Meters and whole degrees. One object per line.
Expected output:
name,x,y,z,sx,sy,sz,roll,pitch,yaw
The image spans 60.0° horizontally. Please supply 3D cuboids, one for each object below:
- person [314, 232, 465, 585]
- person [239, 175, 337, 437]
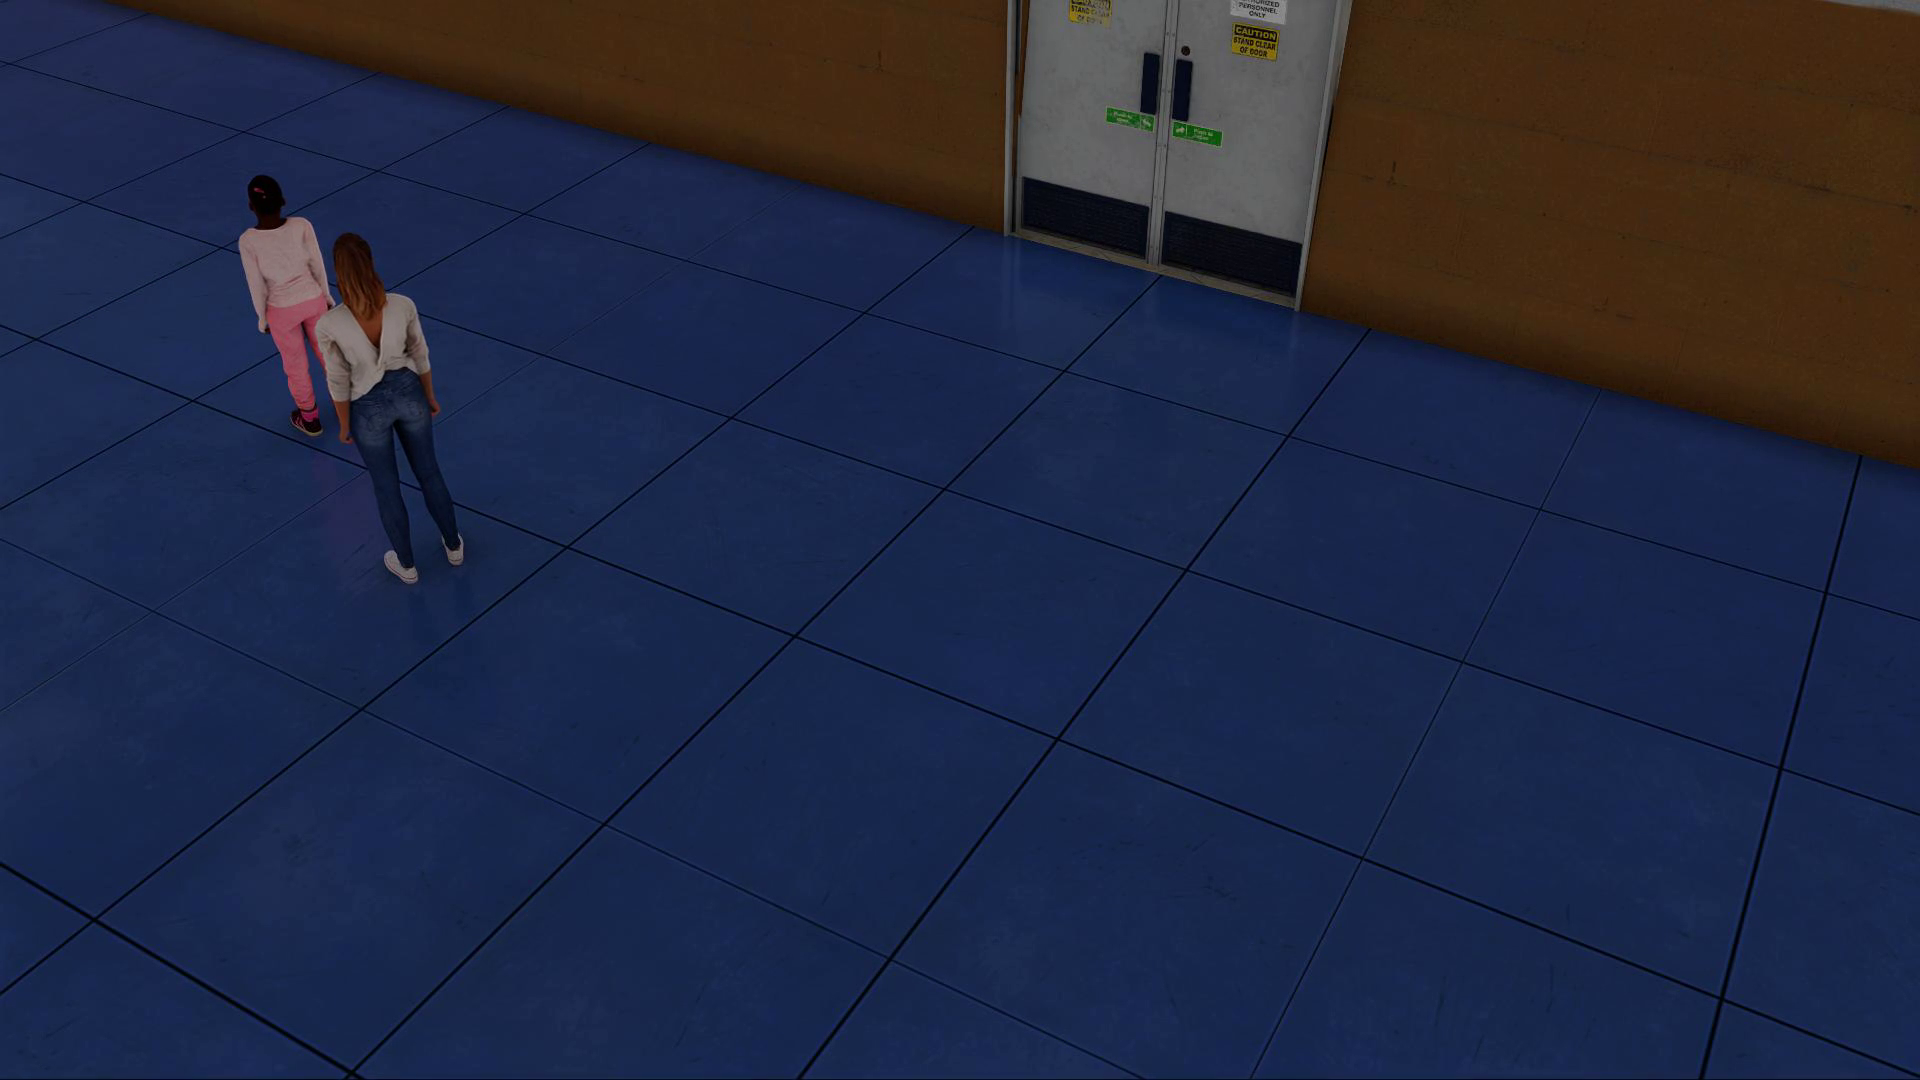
person,-2.550,-0.574,7.425,0.605,1.719,0.747,-23,43,-28
person,-3.400,-1.211,8.503,0.554,1.444,0.679,-24,43,-29
